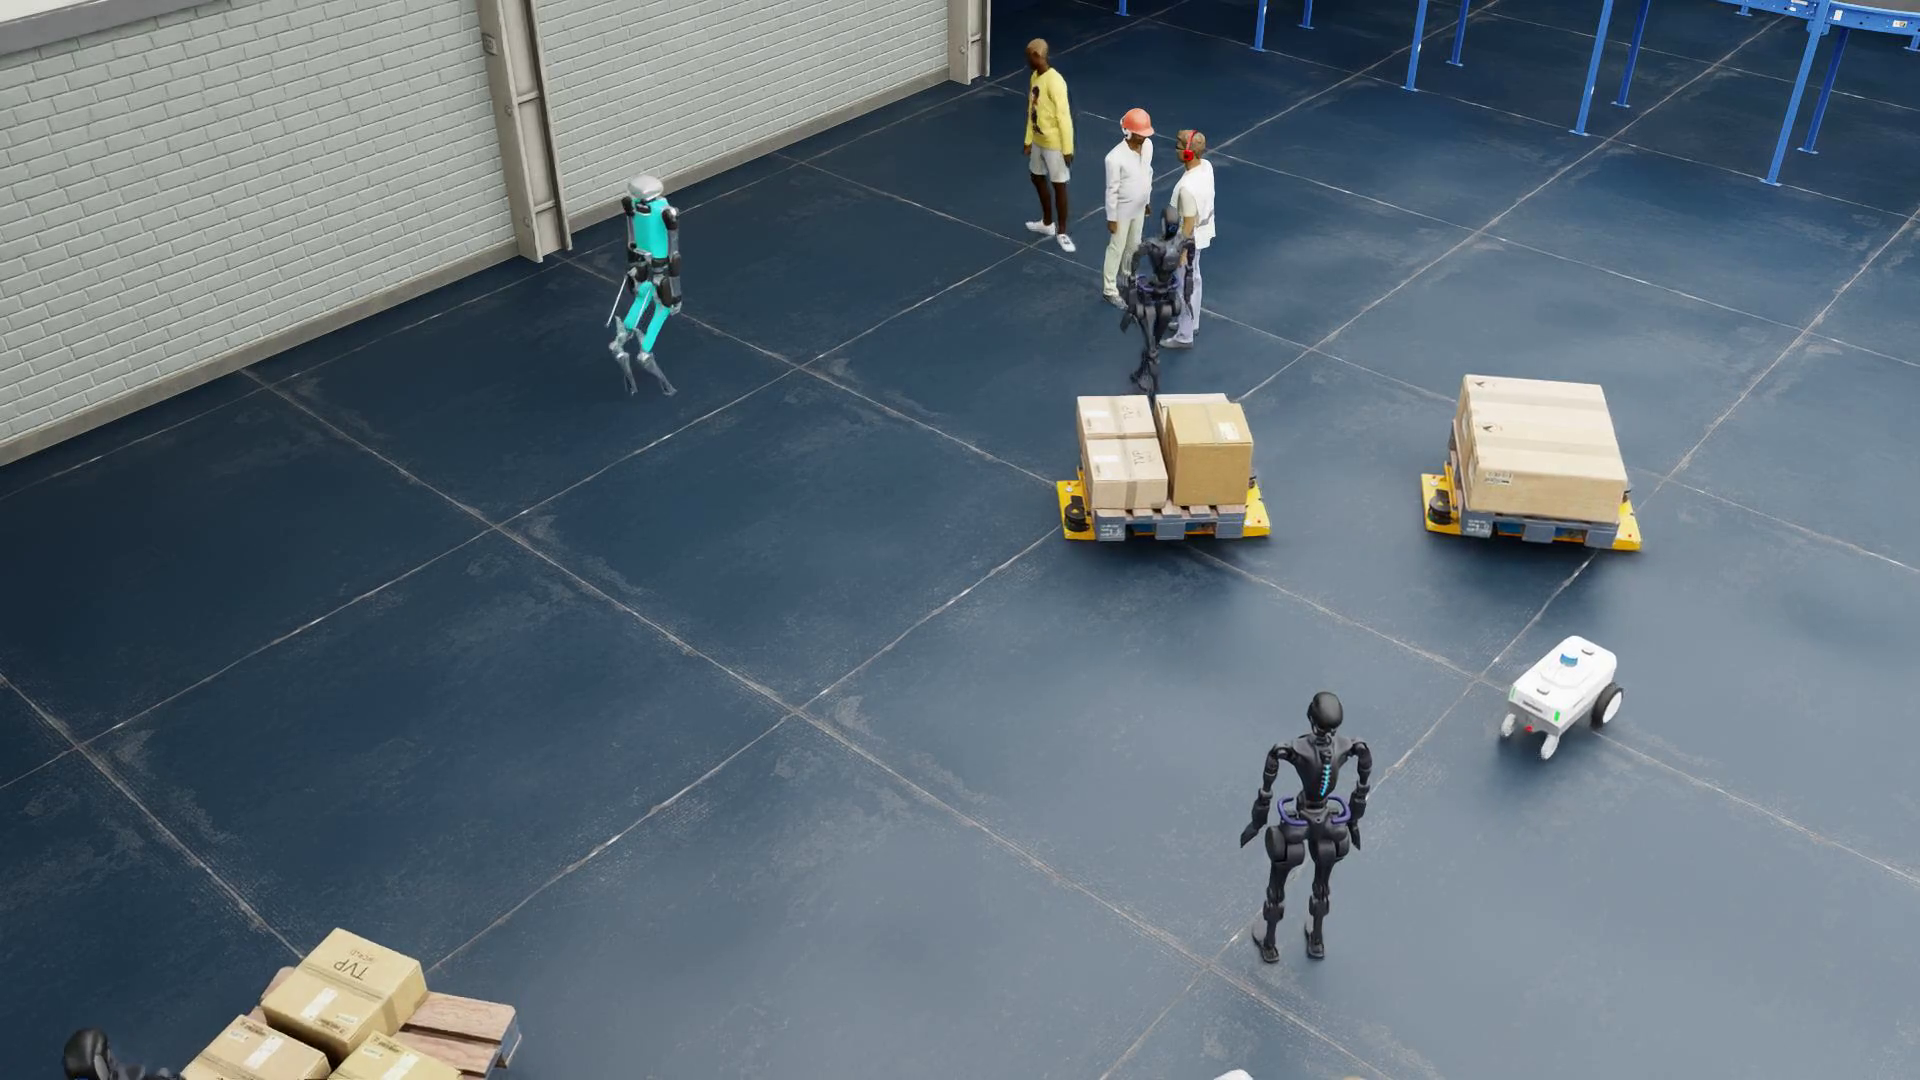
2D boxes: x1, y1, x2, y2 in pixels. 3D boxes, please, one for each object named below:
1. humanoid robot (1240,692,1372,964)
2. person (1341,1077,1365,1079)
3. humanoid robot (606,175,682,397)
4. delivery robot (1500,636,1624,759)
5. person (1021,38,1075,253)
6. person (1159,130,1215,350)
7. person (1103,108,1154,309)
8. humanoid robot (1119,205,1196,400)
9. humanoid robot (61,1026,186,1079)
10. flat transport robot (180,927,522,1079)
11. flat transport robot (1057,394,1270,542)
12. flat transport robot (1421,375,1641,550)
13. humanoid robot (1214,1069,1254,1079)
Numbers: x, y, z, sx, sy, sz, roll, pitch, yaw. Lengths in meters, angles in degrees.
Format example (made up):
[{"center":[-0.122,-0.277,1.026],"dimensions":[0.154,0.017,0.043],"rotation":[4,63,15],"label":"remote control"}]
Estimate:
[{"center":[1.700,1.408,8.191],"dimensions":[0.602,1.653,0.324],"rotation":[-3,36,-4],"label":"humanoid robot"},{"center":[1.379,2.695,6.198],"dimensions":[0.658,1.903,0.787],"rotation":[-25,42,-30],"label":"person"},{"center":[-2.476,-1.841,12.741],"dimensions":[0.531,1.802,0.768],"rotation":[23,41,28],"label":"humanoid robot"},{"center":[3.568,0.892,9.879],"dimensions":[0.767,0.583,0.499],"rotation":[-29,45,-34],"label":"delivery robot"},{"center":[0.855,-3.545,14.997],"dimensions":[0.352,1.867,0.720],"rotation":[-16,38,-21],"label":"person"},{"center":[1.855,-2.410,13.413],"dimensions":[0.373,1.843,0.568],"rotation":[12,37,17],"label":"person"},{"center":[1.447,-2.818,14.073],"dimensions":[0.347,1.743,0.567],"rotation":[27,43,33],"label":"person"},{"center":[1.524,-1.826,12.758],"dimensions":[0.604,1.640,0.567],"rotation":[-12,37,-16],"label":"humanoid robot"},{"center":[-3.203,2.520,6.673],"dimensions":[0.614,1.639,0.571],"rotation":[-9,37,-13],"label":"humanoid robot"},{"center":[-2.758,2.668,7.641],"dimensions":[0.659,0.231,1.431],"rotation":[7,36,10],"label":"flat transport robot"},{"center":[1.426,-0.268,11.764],"dimensions":[1.431,0.231,0.659],"rotation":[-1,35,-2],"label":"flat transport robot"},{"center":[4.011,-0.242,11.727],"dimensions":[1.431,0.231,0.659],"rotation":[5,36,8],"label":"flat transport robot"},{"center":[1.131,2.817,6.266],"dimensions":[0.548,1.879,0.751],"rotation":[-28,44,-33],"label":"humanoid robot"}]
